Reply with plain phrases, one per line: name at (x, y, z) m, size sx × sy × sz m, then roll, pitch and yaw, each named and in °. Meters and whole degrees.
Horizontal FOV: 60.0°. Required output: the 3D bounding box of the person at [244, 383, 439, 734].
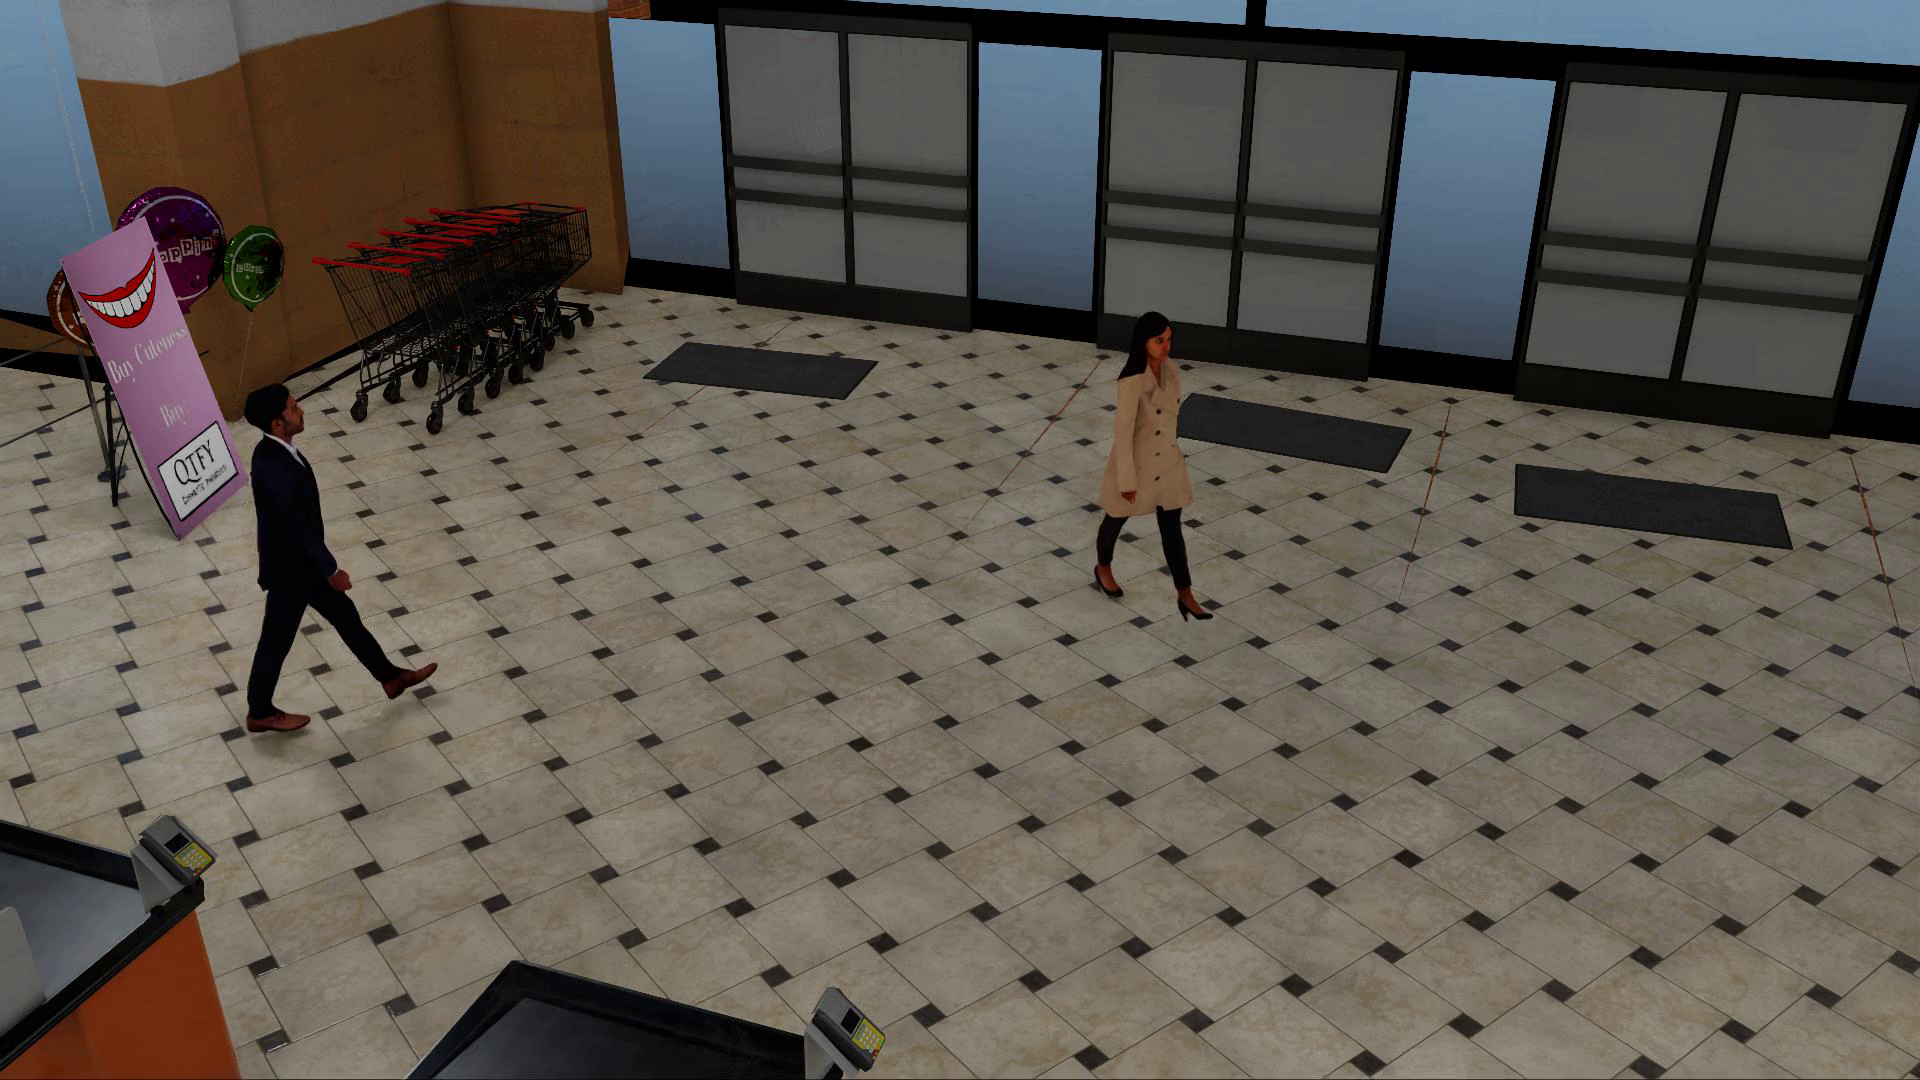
person at (-3.089, 0.144, 7.491) m, size 1.119 × 1.683 × 1.126 m, roll -8°, pitch 28°, yaw -15°

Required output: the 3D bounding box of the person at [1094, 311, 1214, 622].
person at (0.874, -0.390, 8.583) m, size 1.087 × 1.648 × 1.040 m, roll -21°, pitch 34°, yaw -36°
